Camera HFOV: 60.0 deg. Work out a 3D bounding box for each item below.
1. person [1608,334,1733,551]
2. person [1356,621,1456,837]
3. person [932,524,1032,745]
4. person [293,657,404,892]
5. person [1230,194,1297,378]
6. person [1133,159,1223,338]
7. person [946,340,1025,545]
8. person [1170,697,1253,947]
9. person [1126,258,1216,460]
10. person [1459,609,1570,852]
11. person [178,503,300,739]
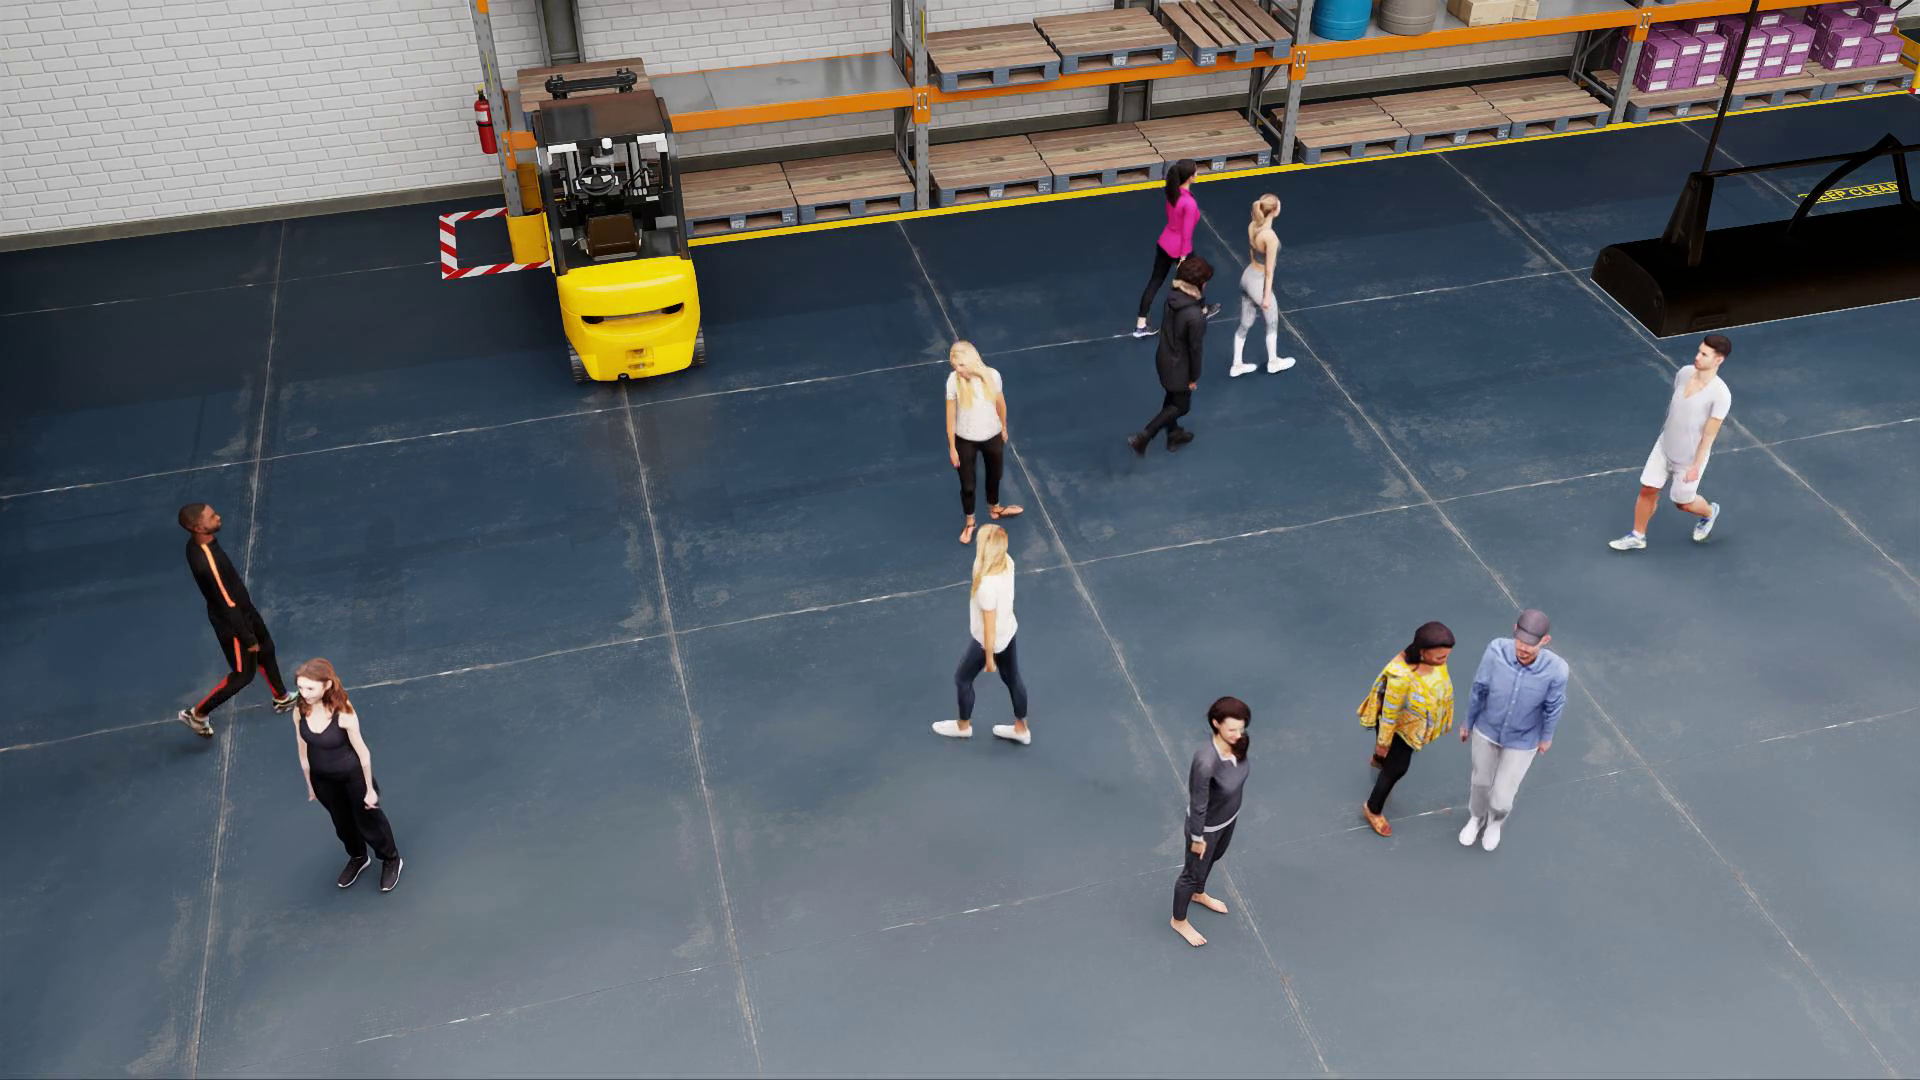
[{"bbox_3d":[5.354,-0.677,12.136,1.085,1.836,0.751,-13,40,-15],"label":"person"},{"bbox_3d":[2.692,1.090,10.081,1.013,1.638,0.918,29,47,32],"label":"person"},{"bbox_3d":[0.307,0.650,10.514,0.985,1.786,0.899,17,42,20],"label":"person"},{"bbox_3d":[-3.577,1.353,9.665,0.583,1.748,0.704,5,39,6],"label":"person"},{"bbox_3d":[2.452,-2.117,14.055,0.850,1.692,0.676,-15,41,-18],"label":"person"},{"bbox_3d":[1.806,-2.513,14.593,1.189,1.649,0.798,-19,43,-23],"label":"person"},{"bbox_3d":[0.149,-0.752,12.271,0.580,1.786,0.928,-23,44,-26],"label":"person"},{"bbox_3d":[1.419,1.553,9.397,0.744,1.770,0.667,23,44,26],"label":"person"},{"bbox_3d":[1.650,-1.359,13.063,1.040,1.744,0.816,-20,43,-23],"label":"person"},{"bbox_3d":[3.285,1.083,9.901,0.780,1.876,0.829,22,44,25],"label":"person"},{"bbox_3d":[-4.747,0.549,10.642,1.131,1.785,0.779,-18,42,-21],"label":"person"}]
